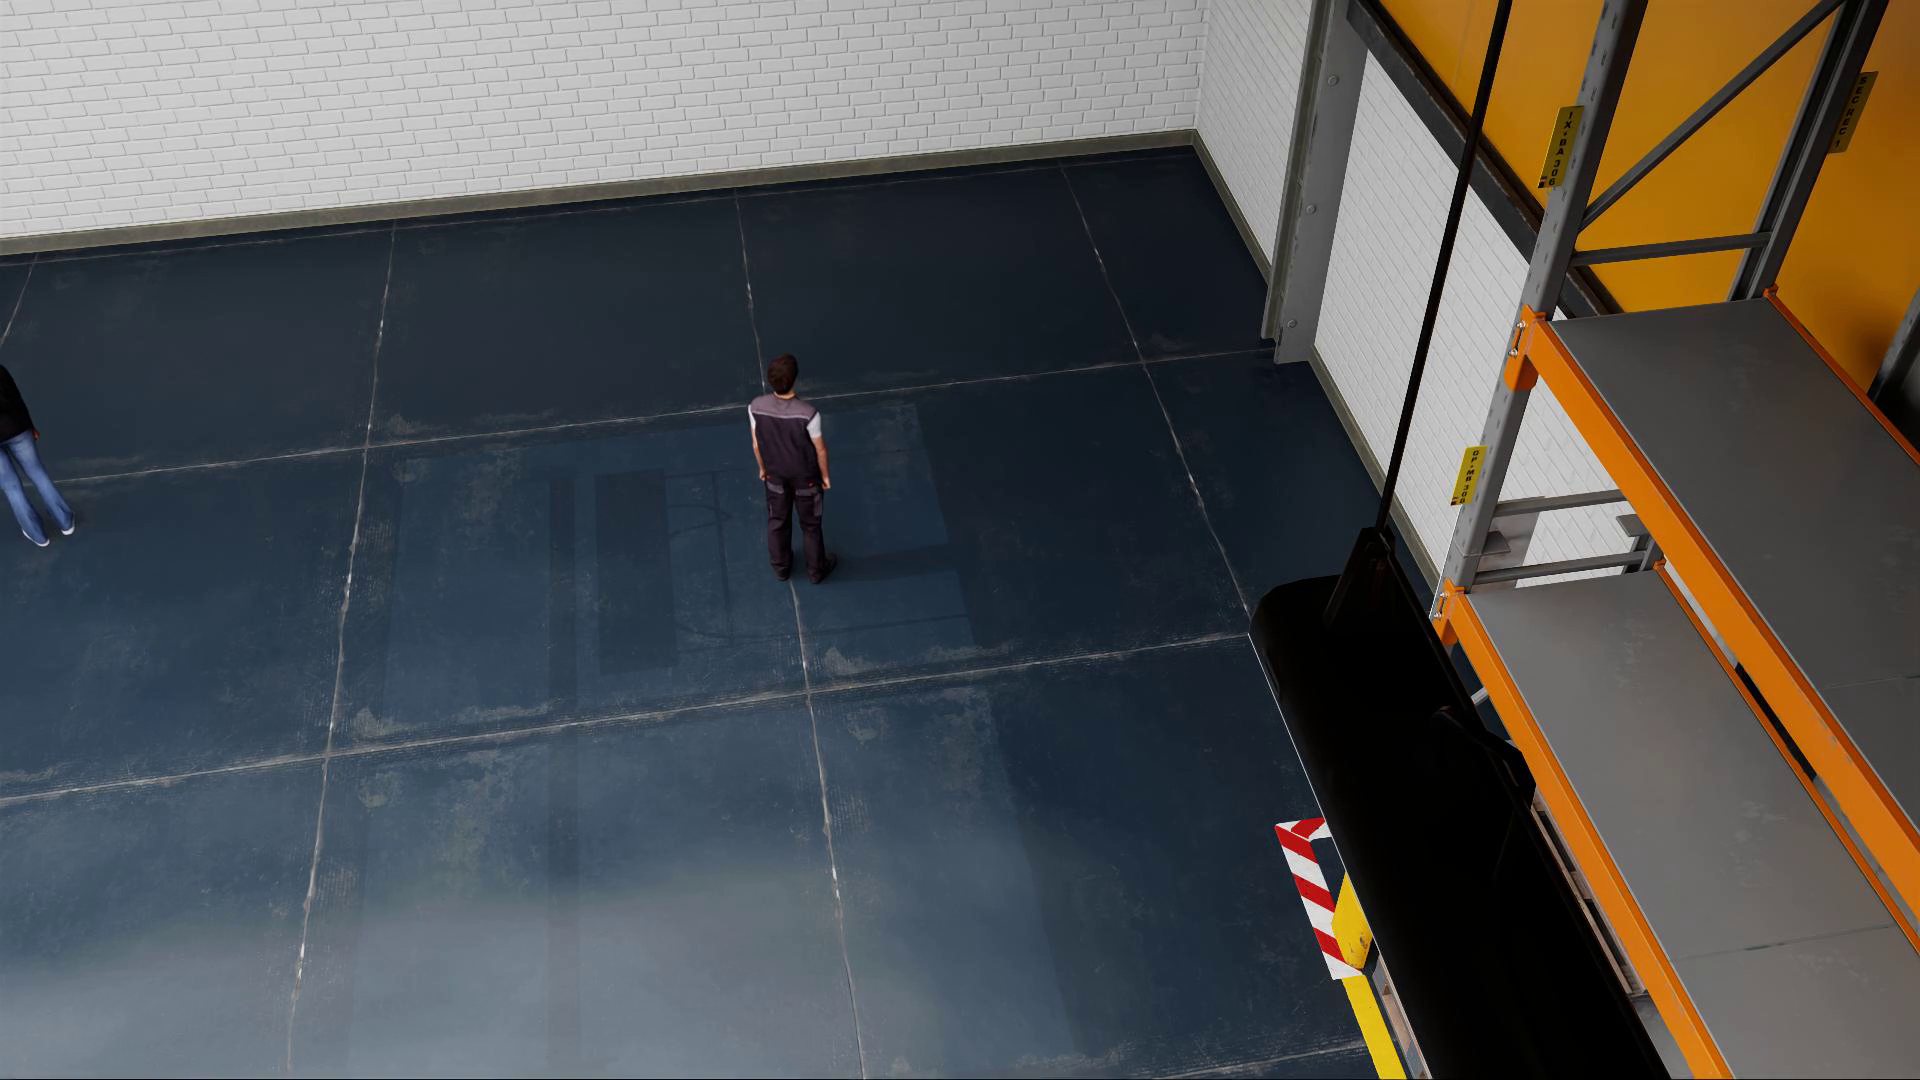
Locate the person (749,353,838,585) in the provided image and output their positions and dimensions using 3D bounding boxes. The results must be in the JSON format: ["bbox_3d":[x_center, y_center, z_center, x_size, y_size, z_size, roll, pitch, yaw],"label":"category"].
[{"bbox_3d":[-1.095,-0.444,10.862,0.724,1.849,0.701,8,44,9],"label":"person"}]

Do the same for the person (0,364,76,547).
[{"bbox_3d":[-6.452,-0.689,11.192,0.684,1.748,0.697,-30,51,-27],"label":"person"}]
